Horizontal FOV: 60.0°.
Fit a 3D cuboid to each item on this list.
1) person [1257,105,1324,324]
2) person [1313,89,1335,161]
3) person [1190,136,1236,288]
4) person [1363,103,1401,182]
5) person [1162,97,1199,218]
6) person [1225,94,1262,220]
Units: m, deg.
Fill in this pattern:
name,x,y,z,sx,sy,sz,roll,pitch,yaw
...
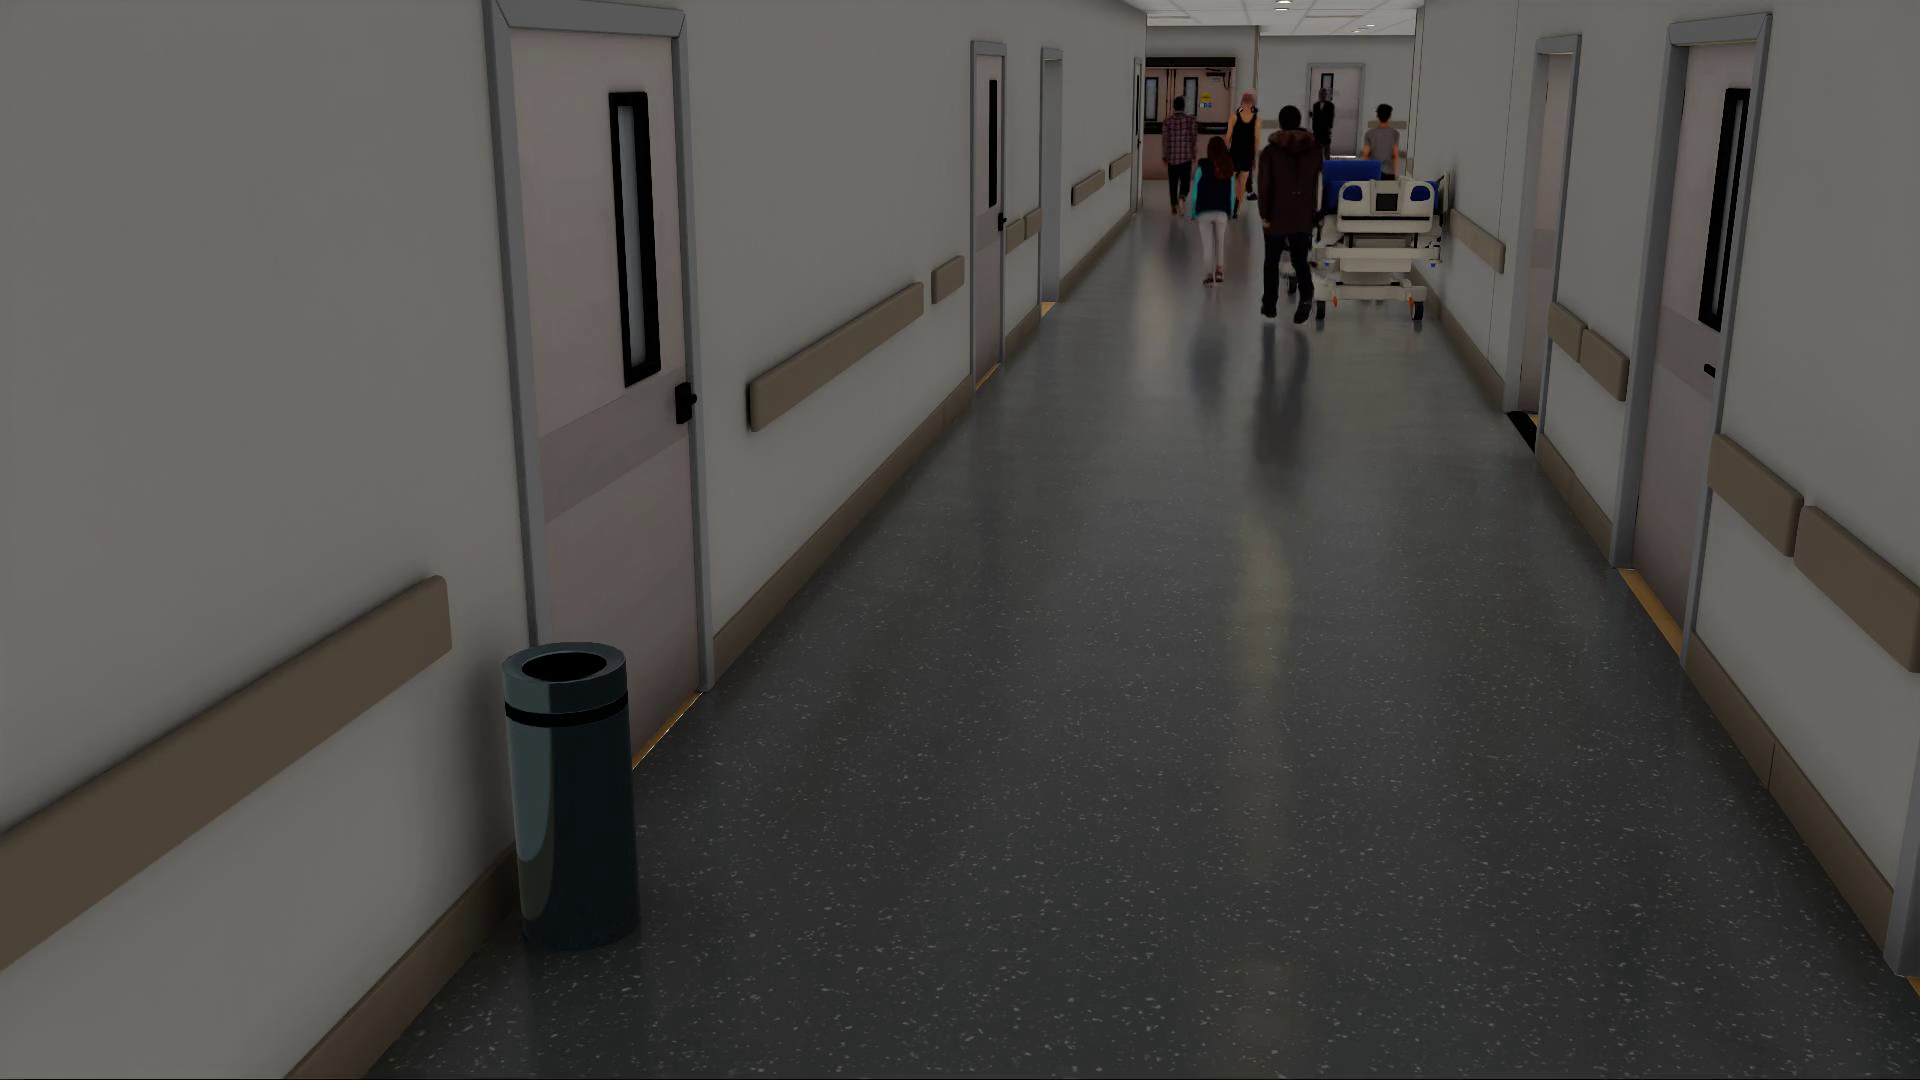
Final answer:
name,x,y,z,sx,sy,sz,roll,pitch,yaw
person,2.845,-2.757,14.227,1.149,1.817,0.999,-1,16,-5
person,7.832,-8.756,35.694,1.170,1.714,1.009,10,18,31
person,2.563,-3.299,16.758,0.607,1.488,0.711,-2,16,-7
person,5.434,-4.755,21.539,0.981,1.696,0.754,5,16,16
person,3.279,-5.685,24.756,0.968,1.740,0.747,3,16,10
person,4.124,-5.590,24.323,0.812,1.792,0.818,0,16,-1
